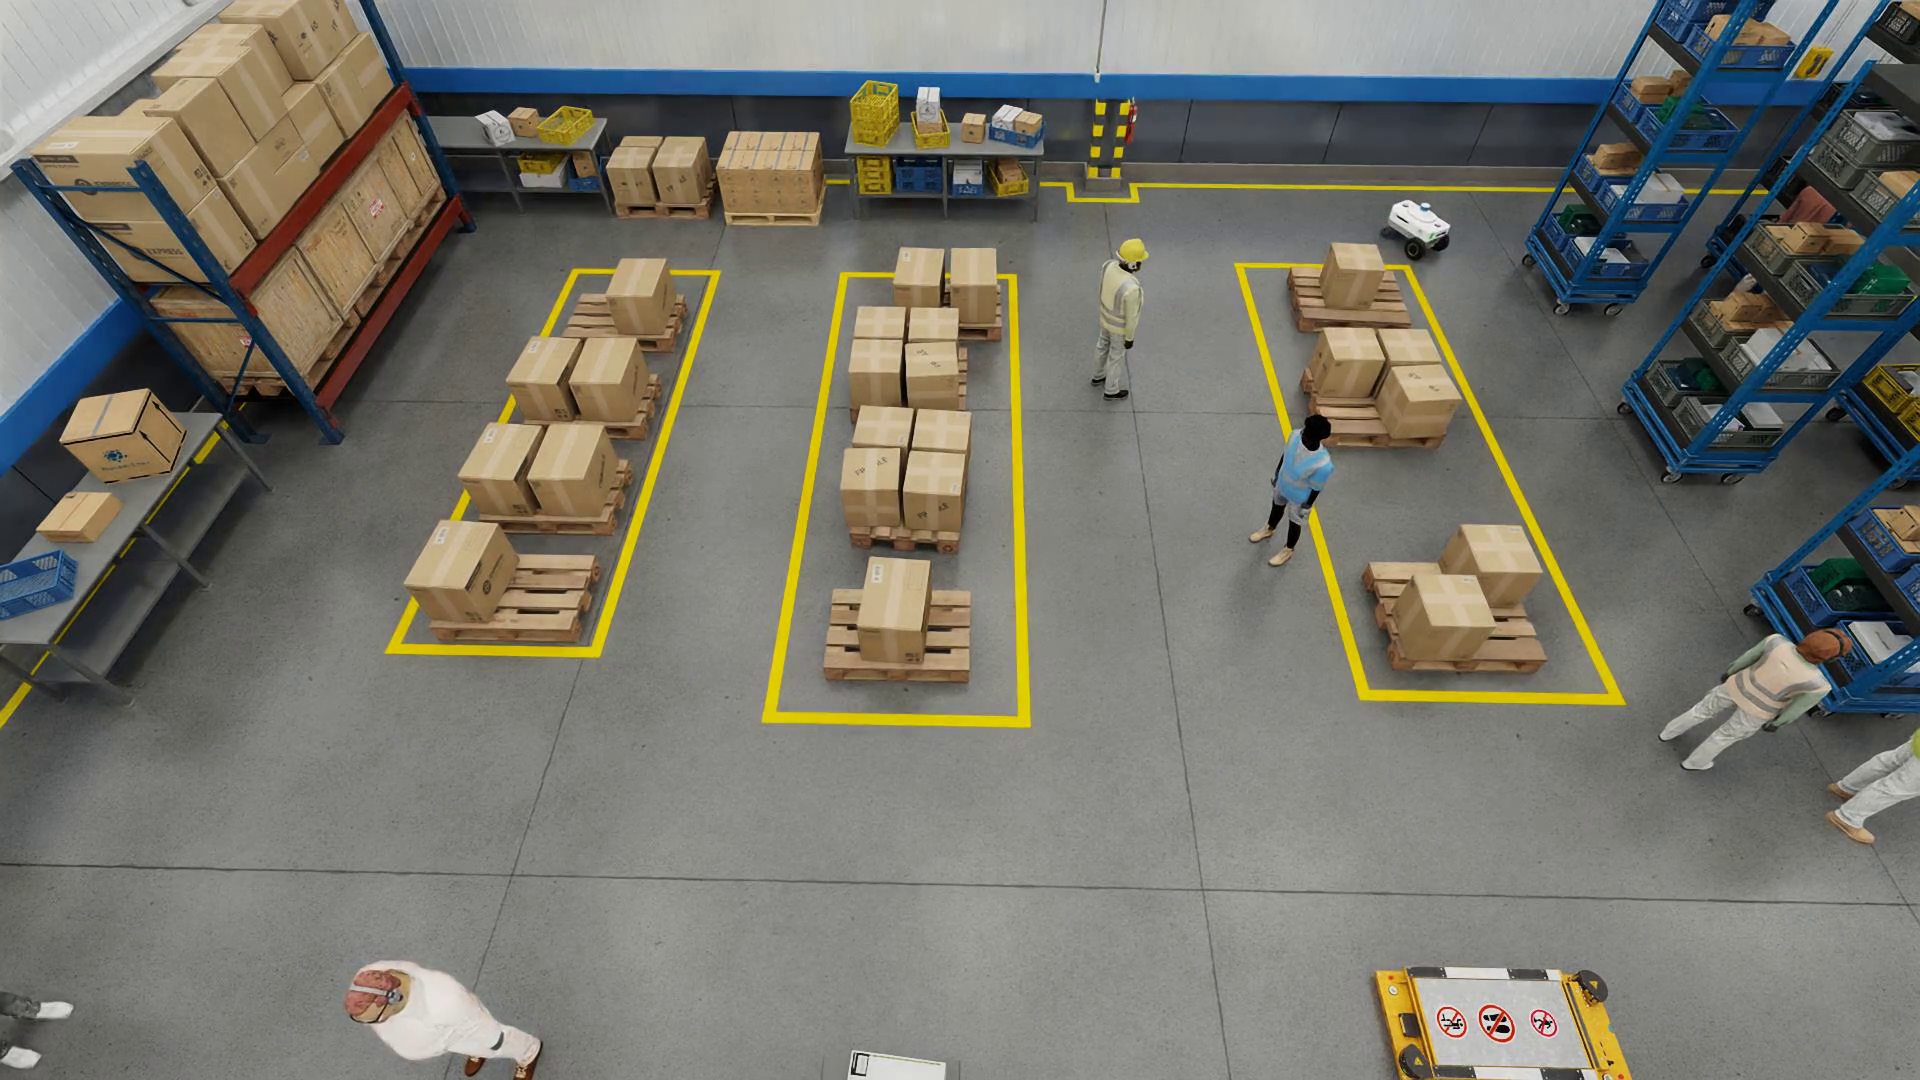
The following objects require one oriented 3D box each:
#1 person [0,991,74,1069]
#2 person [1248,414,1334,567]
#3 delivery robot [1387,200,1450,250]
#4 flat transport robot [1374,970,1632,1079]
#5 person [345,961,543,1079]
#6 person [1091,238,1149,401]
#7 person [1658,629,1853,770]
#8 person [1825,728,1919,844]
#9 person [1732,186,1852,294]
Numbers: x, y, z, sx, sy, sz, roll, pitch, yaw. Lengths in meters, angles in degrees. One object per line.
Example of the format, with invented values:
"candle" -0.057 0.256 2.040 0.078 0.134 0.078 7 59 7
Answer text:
"person" -6.088 2.665 5.250 0.405 1.908 0.599 2 51 2
"person" 2.892 -0.441 7.919 0.322 1.691 0.534 -18 53 -14
"delivery robot" 5.737 -3.973 11.467 0.477 0.478 0.707 -23 55 -18
"flat transport robot" 3.501 3.133 5.914 1.431 0.197 0.652 1 51 1
"person" -2.908 2.757 5.182 0.648 1.900 0.400 12 52 10
"person" 1.615 -2.228 9.284 0.404 1.830 0.601 -18 53 -14
"person" 5.744 1.156 6.655 0.315 1.632 0.520 -11 52 -9
"person" 6.736 1.475 6.260 0.429 1.844 0.623 30 57 22
"person" 9.076 -3.166 9.956 0.412 1.982 0.622 -20 53 -15
